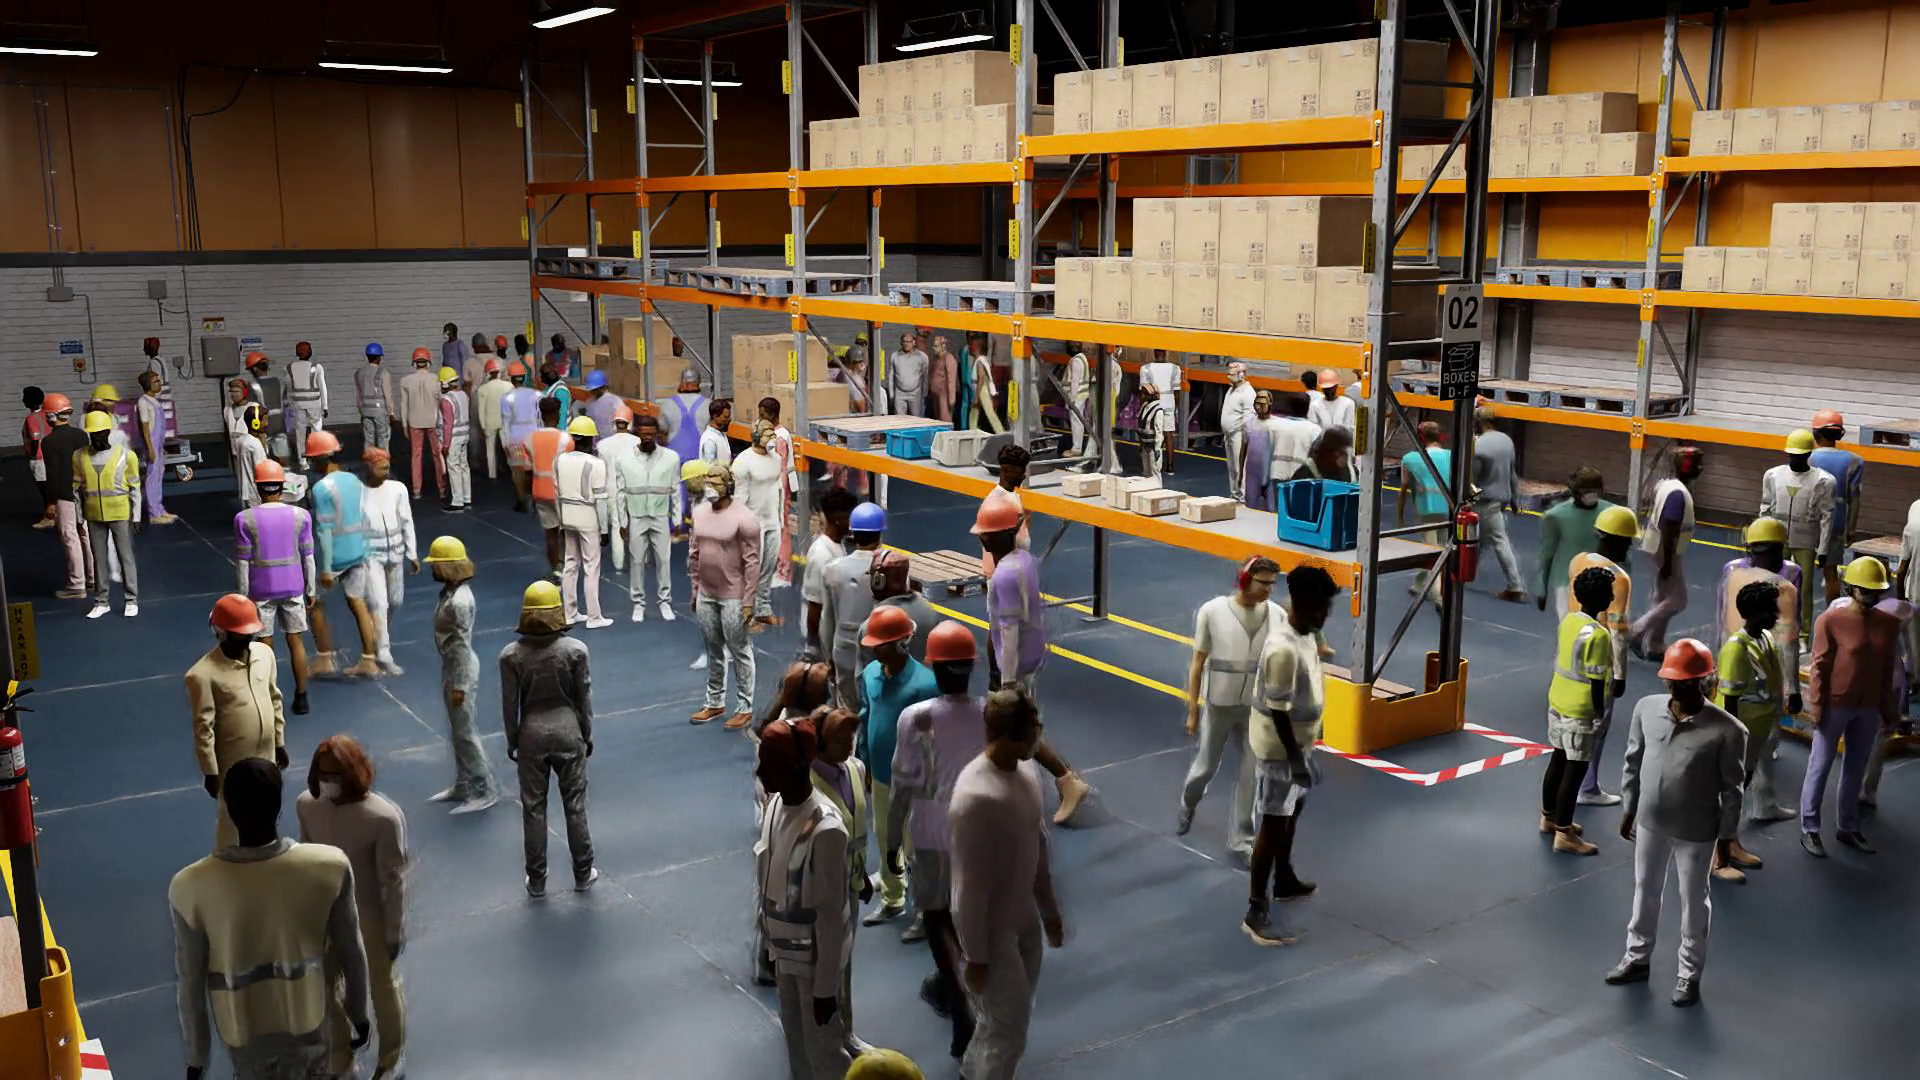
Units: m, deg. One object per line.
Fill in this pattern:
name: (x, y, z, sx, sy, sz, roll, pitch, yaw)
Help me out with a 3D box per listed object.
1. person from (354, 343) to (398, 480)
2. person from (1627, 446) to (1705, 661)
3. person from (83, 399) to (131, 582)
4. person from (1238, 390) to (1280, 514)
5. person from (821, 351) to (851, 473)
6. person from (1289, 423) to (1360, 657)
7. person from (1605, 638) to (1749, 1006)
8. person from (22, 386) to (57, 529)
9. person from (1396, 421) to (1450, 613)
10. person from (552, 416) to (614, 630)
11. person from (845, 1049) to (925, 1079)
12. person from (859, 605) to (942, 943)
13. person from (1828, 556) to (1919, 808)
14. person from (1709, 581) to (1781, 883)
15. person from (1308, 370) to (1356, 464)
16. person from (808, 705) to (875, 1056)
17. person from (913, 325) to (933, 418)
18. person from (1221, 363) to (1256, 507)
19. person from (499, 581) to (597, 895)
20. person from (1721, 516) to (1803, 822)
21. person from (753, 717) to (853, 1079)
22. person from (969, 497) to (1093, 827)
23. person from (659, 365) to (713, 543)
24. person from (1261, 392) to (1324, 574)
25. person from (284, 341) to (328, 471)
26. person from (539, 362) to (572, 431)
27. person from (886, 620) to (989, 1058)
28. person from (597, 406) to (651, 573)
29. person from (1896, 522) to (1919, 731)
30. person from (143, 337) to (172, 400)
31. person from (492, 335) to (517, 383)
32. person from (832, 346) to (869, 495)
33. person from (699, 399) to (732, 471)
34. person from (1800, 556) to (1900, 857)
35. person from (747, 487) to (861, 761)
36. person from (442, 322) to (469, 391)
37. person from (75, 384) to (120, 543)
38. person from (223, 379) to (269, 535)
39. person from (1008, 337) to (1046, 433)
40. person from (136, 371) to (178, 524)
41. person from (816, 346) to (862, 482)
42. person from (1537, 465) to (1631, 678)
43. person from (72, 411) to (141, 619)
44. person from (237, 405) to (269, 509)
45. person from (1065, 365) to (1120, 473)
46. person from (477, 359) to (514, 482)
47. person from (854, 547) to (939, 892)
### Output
person: (-8.136, -1.774, 23.200, 0.605, 1.939, 0.418, 5, 12, 22)
person: (5.838, 0.131, 13.740, 0.483, 1.826, 0.574, 4, 12, 19)
person: (-8.704, -0.502, 16.885, 0.493, 1.857, 0.552, 10, 15, 43)
person: (3.258, -0.705, 17.963, 0.516, 1.843, 0.326, 5, 12, 26)
person: (-1.807, -1.836, 23.982, 0.522, 1.758, 0.350, -6, 12, -27)
person: (3.049, -0.060, 14.160, 0.696, 2.000, 0.755, -5, 12, -26)
person: (3.381, 1.315, 7.857, 0.335, 1.753, 0.563, -9, 14, -39)
person: (-10.925, -0.980, 19.753, 0.319, 1.697, 0.532, -2, 11, -12)
person: (4.468, -0.225, 15.744, 0.579, 1.766, 1.034, -1, 11, -4)
person: (-3.387, -0.158, 14.979, 0.588, 1.918, 0.396, 6, 13, 29)
person: (-0.169, 2.063, 4.056, 0.314, 1.744, 0.487, 5, 12, 24)
person: (-0.329, 1.184, 8.568, 0.354, 1.737, 0.576, -11, 15, -43)
person: (5.682, 0.889, 10.395, 0.547, 1.607, 0.427, 8, 14, 36)
person: (4.398, 1.056, 9.327, 0.316, 1.695, 0.541, 10, 15, 42)
person: (4.327, -1.018, 19.391, 0.567, 1.926, 0.513, 3, 11, 16)
person: (-0.563, 1.508, 7.170, 0.308, 1.639, 0.511, 7, 13, 30)
person: (-0.660, -2.738, 28.023, 0.404, 1.981, 0.635, -2, 11, -11)
person: (3.425, -1.251, 20.636, 0.397, 1.898, 0.643, -3, 11, -13)
person: (-2.246, 1.081, 9.106, 0.483, 1.736, 0.311, -2, 11, -12)
person: (4.794, 0.807, 10.100, 0.692, 1.895, 0.620, -2, 11, -8)
person: (-0.586, 1.566, 6.272, 0.355, 1.876, 0.574, -6, 13, -28)
person: (0.447, 0.734, 10.199, 0.774, 2.018, 0.640, 4, 12, 17)
person: (-3.035, -0.973, 18.832, 0.690, 2.000, 0.535, -1, 11, -3)
person: (3.489, -0.607, 17.418, 0.604, 1.868, 0.753, 6, 13, 30)
person: (-9.498, -1.944, 24.204, 0.583, 1.882, 0.338, 0, 11, -1)
person: (-5.229, -1.382, 21.478, 0.429, 1.831, 0.633, -6, 13, -30)
person: (-0.017, 1.329, 7.431, 0.596, 1.903, 0.867, -4, 12, -18)
person: (-3.465, -0.526, 17.306, 0.569, 1.747, 0.347, 0, 11, 0)
person: (6.867, 0.500, 11.732, 0.313, 1.869, 0.538, -7, 13, -31)
person: (-12.072, -2.113, 25.069, 0.346, 1.882, 0.578, -3, 11, -15)
person: (-7.494, -2.481, 27.288, 0.564, 1.751, 0.342, -10, 15, -41)
person: (-1.328, -1.542, 21.745, 0.869, 2.000, 0.698, -3, 11, -14)
person: (-2.422, -0.455, 16.540, 0.409, 1.907, 0.598, 0, 11, 0)
person: (5.167, 0.960, 9.643, 0.523, 1.769, 0.310, -2, 11, -8)
person: (-0.968, 0.584, 11.185, 0.971, 1.924, 0.604, 0, 11, 0)
person: (-8.385, -2.645, 27.652, 0.634, 1.938, 0.355, 9, 14, 39)
person: (-9.724, -0.862, 18.872, 0.431, 1.813, 0.652, 3, 11, 16)
person: (-8.244, -0.958, 19.294, 0.561, 1.836, 0.384, 4, 12, 18)
person: (1.088, -2.497, 27.014, 0.609, 1.889, 1.017, -6, 13, -29)
person: (-9.705, -1.113, 20.051, 0.346, 1.847, 0.505, -3, 11, -13)
person: (-1.703, -1.735, 23.152, 0.709, 1.889, 0.352, -5, 12, -23)
person: (4.631, 0.351, 12.469, 0.626, 1.890, 1.042, 0, 11, 0)
person: (-7.856, -0.233, 15.333, 0.586, 1.928, 0.369, -1, 11, -8)
person: (-6.916, -0.401, 16.394, 0.338, 1.855, 0.525, -9, 14, -39)
person: (1.927, -1.716, 23.793, 0.867, 1.583, 0.538, -2, 11, -12)
person: (-6.388, -1.639, 23.031, 0.570, 1.731, 0.677, -7, 13, -33)
person: (-0.380, 0.981, 9.177, 0.403, 1.905, 0.651, 6, 12, 27)
